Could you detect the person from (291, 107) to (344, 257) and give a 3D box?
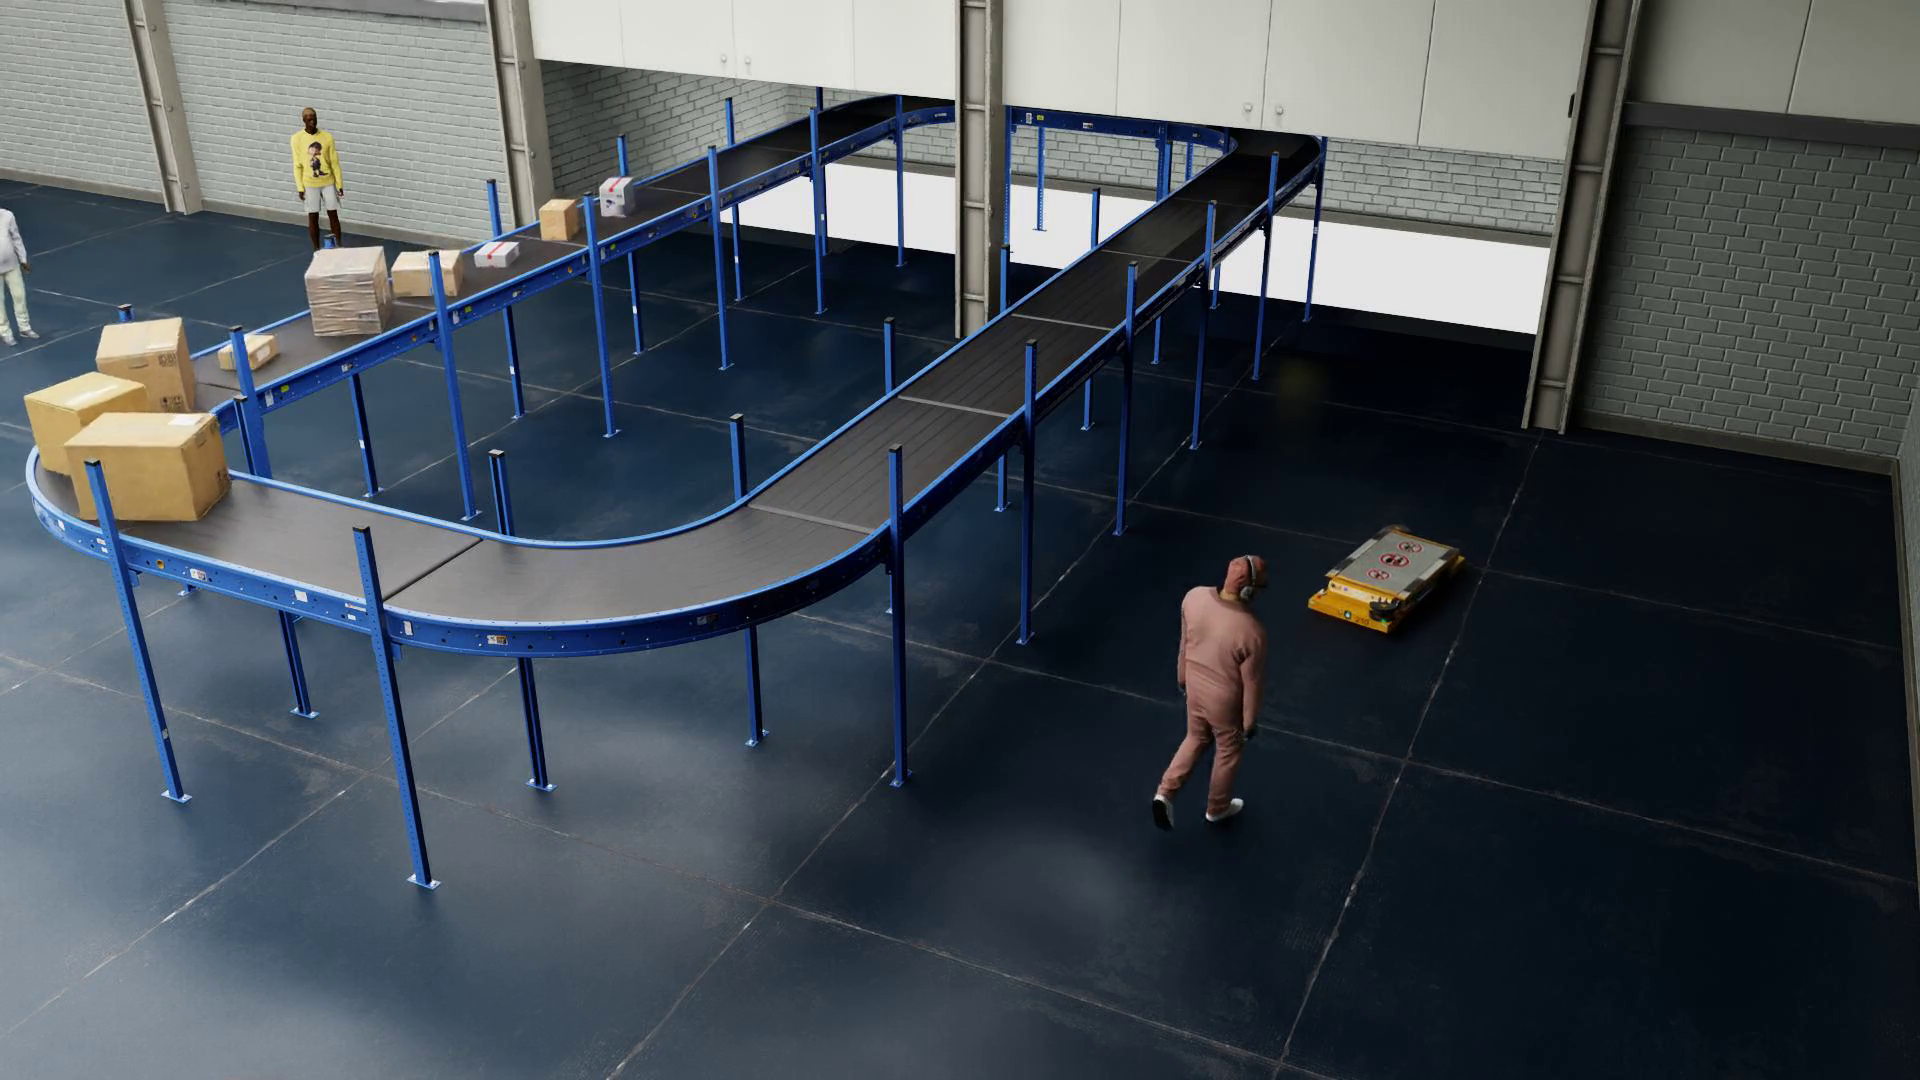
[{"bbox_3d":[-7.870,-4.363,20.449,0.549,1.895,0.385,-14,30,-26],"label":"person"}]

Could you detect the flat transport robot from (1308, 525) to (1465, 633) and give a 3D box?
[{"bbox_3d":[3.331,0.286,12.900,0.659,0.231,1.431,19,32,33],"label":"flat transport robot"}]

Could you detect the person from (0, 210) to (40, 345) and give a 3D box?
[{"bbox_3d":[-10.224,-2.931,17.747,0.414,1.734,0.575,18,32,32],"label":"person"}]

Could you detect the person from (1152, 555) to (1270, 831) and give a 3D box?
[{"bbox_3d":[1.494,0.936,9.778,0.656,1.880,0.662,-22,34,-37],"label":"person"}]
